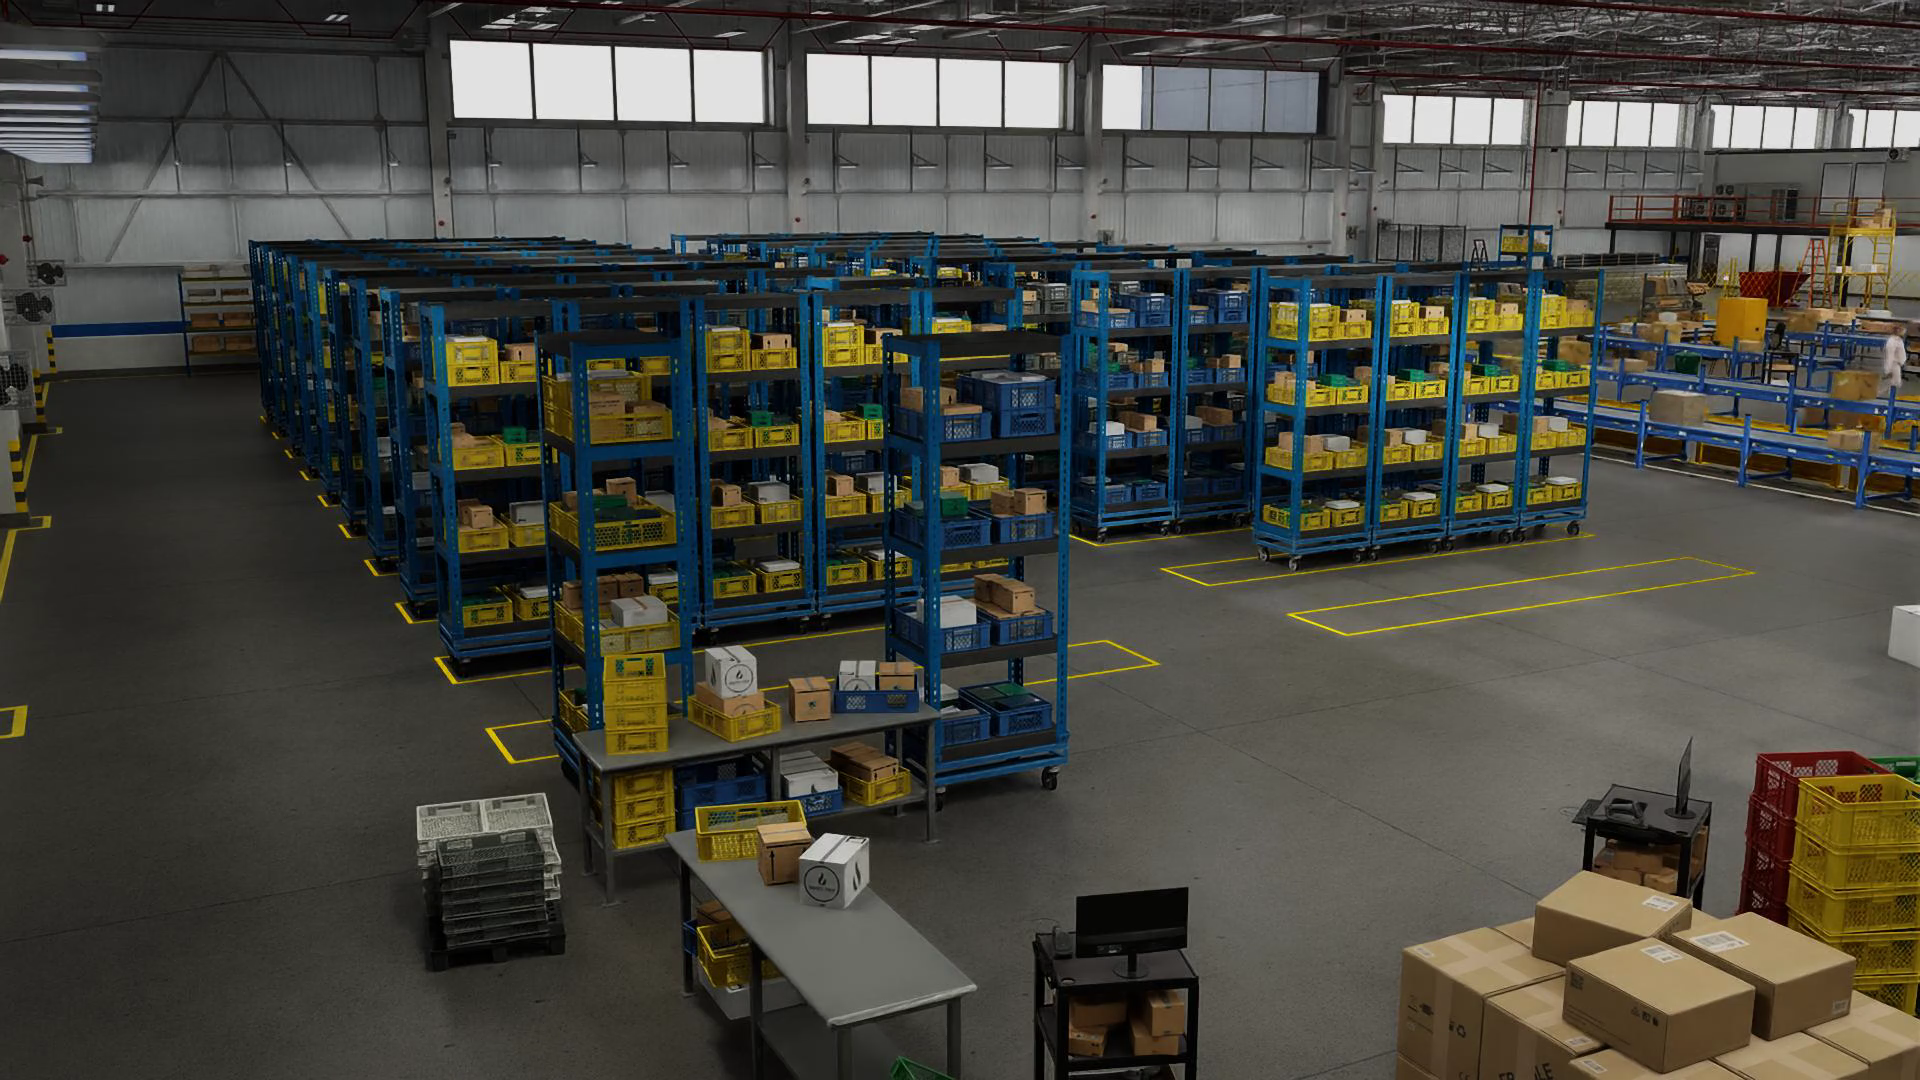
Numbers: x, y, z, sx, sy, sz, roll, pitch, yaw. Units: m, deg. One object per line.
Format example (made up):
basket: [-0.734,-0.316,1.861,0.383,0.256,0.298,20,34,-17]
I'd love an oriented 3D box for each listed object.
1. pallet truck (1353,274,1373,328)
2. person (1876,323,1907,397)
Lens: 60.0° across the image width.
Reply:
pallet truck: [13.011,-8.050,55.243,0.823,1.965,1.885,-7,14,-28]
person: [19.400,-3.586,34.624,0.535,1.884,0.655,8,15,33]
